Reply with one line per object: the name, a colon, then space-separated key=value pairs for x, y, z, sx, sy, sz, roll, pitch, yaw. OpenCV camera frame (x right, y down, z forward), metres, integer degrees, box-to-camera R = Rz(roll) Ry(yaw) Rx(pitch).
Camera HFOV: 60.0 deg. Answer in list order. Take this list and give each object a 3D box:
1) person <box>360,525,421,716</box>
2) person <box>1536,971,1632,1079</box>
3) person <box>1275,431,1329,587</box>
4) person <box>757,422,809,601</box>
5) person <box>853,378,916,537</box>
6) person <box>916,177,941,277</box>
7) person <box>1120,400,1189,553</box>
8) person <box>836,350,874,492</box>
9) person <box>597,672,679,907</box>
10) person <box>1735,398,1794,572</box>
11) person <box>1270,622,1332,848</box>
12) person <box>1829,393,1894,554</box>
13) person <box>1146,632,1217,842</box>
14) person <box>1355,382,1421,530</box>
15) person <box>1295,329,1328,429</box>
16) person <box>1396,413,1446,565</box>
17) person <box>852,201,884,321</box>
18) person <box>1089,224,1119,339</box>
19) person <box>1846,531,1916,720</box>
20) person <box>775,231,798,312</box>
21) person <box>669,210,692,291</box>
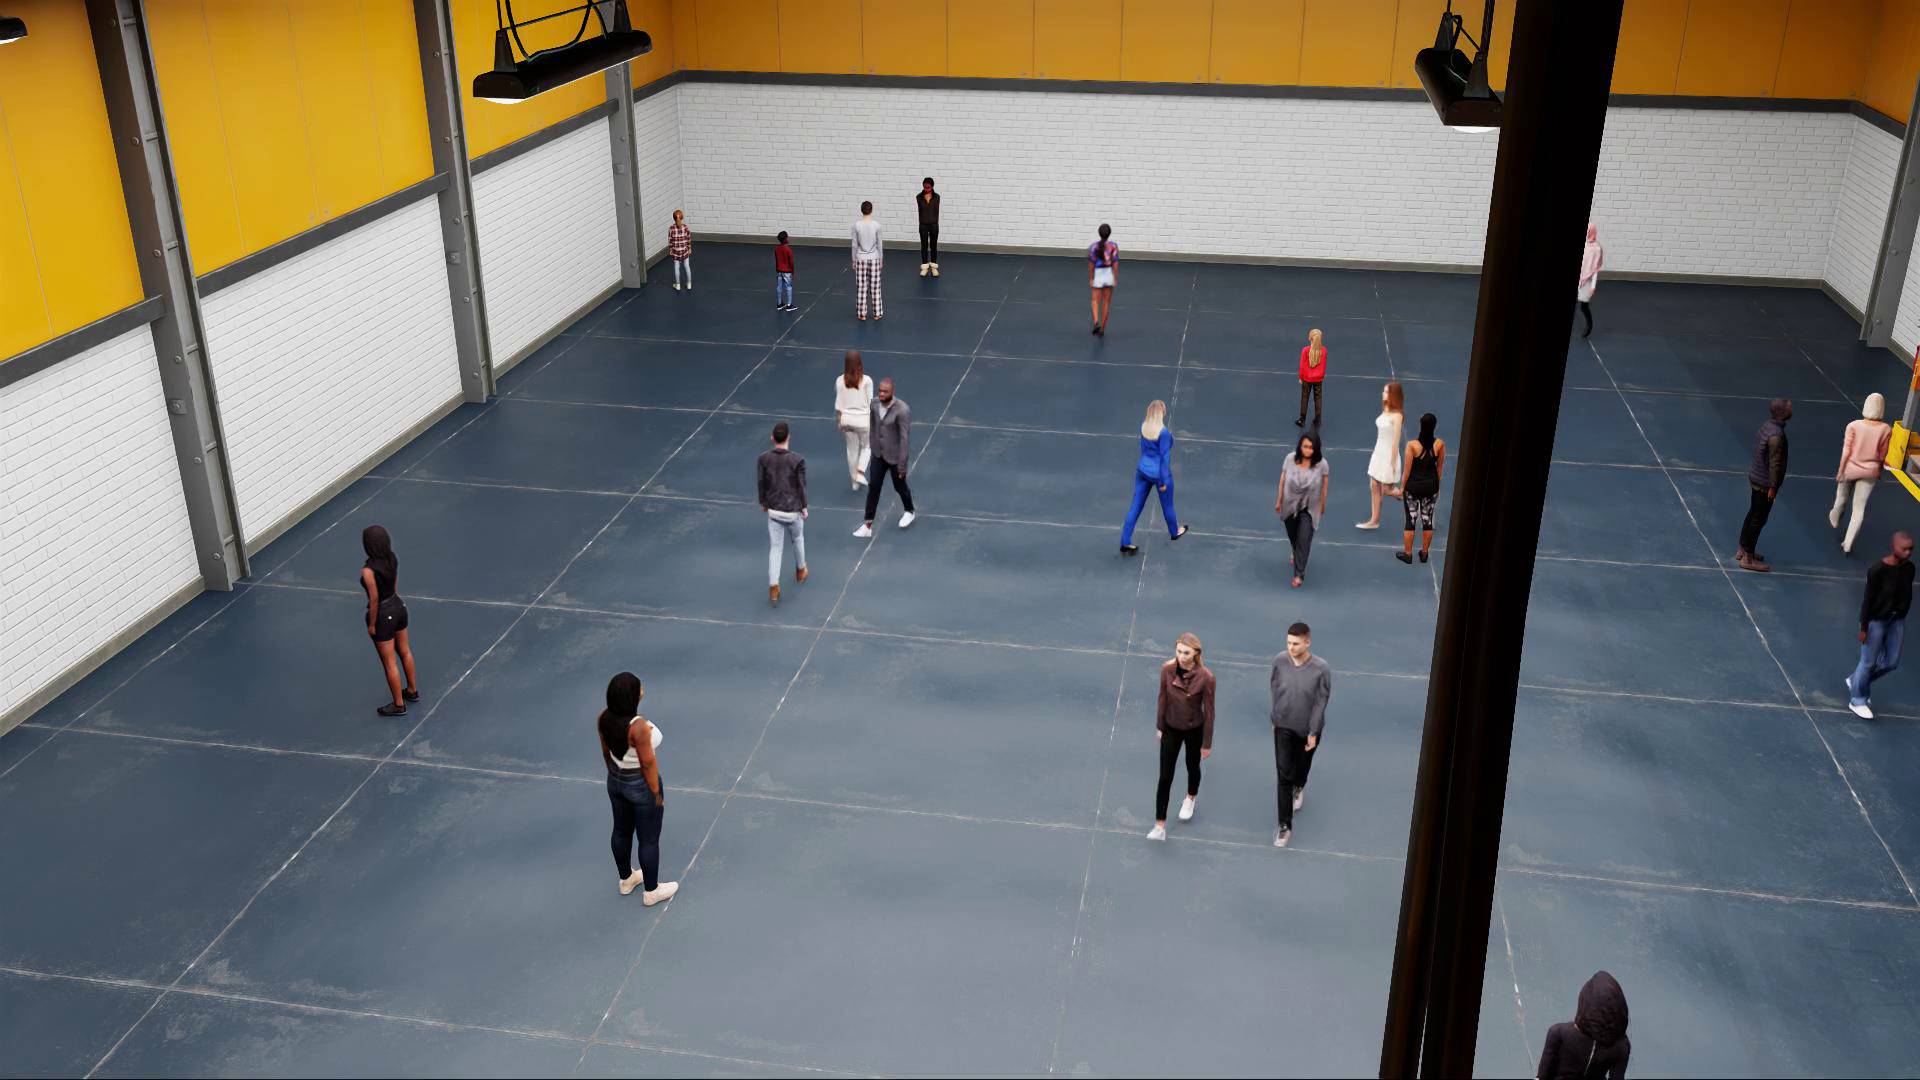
person: x=-4.963 y=0.681 z=14.398 sx=0.653 sy=1.740 sz=0.437 roll=5 pitch=24 yaw=11
person: x=3.229 y=3.121 z=8.774 sx=0.624 sy=1.774 sz=0.975 roll=3 pitch=24 yaw=7
person: x=3.515 y=-0.389 z=17.054 sx=0.838 sy=1.574 sz=1.126 roll=12 pitch=26 yaw=26
person: x=-1.770 y=-0.255 z=16.463 sx=0.701 sy=1.802 sz=1.033 roll=3 pitch=24 yaw=7
person: x=-0.695 y=-0.906 z=18.007 sx=1.056 sy=1.757 sz=1.285 roll=16 pitch=28 yaw=32
person: x=-0.533 y=-5.356 z=28.306 sx=0.622 sy=1.661 sz=0.675 roll=0 pitch=24 yaw=1
person: x=1.960 y=-0.627 z=17.490 sx=1.204 sy=1.661 sz=1.099 roll=-18 pitch=29 yaw=-35
person: x=-1.193 y=-1.344 z=19.110 sx=0.617 sy=1.678 sz=0.612 roll=3 pitch=24 yaw=8
person: x=-2.330 y=1.759 z=11.846 sx=0.736 sy=1.809 sz=0.749 roll=17 pitch=29 yaw=33
person: x=8.331 y=-0.598 z=17.205 sx=0.770 sy=1.836 sz=0.532 roll=6 pitch=24 yaw=14
person: x=2.618 y=1.407 z=12.771 sx=0.711 sy=1.713 sz=1.180 roll=8 pitch=25 yaw=17
person: x=9.529 y=-0.679 z=17.589 sx=0.733 sy=1.677 sz=1.159 roll=8 pitch=25 yaw=18
person: x=1.754 y=1.448 z=12.738 sx=0.807 sy=1.664 sz=1.122 roll=10 pitch=26 yaw=22
person: x=4.720 y=-0.898 z=18.066 sx=0.799 sy=1.697 sz=0.933 roll=-3 pitch=24 yaw=-6
person: x=4.510 y=-2.074 z=21.275 sx=0.533 sy=1.280 sz=0.544 roll=-2 pitch=24 yaw=-5
person: x=4.807 y=-0.554 z=17.325 sx=0.633 sy=1.658 sz=0.599 roll=-2 pitch=24 yaw=-5
person: x=-1.424 y=-4.316 z=25.696 sx=0.681 sy=1.847 sz=0.624 roll=-2 pitch=24 yaw=-5
person: x=2.128 y=-3.830 z=24.733 sx=0.606 sy=1.729 sz=0.689 roll=2 pitch=24 yaw=5
person: x=7.915 y=0.691 z=14.381 sx=0.707 sy=1.737 sz=0.747 roll=-4 pitch=24 yaw=-9
person: x=-2.784 y=-4.267 z=26.325 sx=0.555 sy=1.254 sz=0.573 roll=13 pitch=27 yaw=27
person: x=-4.619 y=-4.800 z=27.482 sx=0.602 sy=1.304 sz=0.631 roll=-9 pitch=25 yaw=-19
